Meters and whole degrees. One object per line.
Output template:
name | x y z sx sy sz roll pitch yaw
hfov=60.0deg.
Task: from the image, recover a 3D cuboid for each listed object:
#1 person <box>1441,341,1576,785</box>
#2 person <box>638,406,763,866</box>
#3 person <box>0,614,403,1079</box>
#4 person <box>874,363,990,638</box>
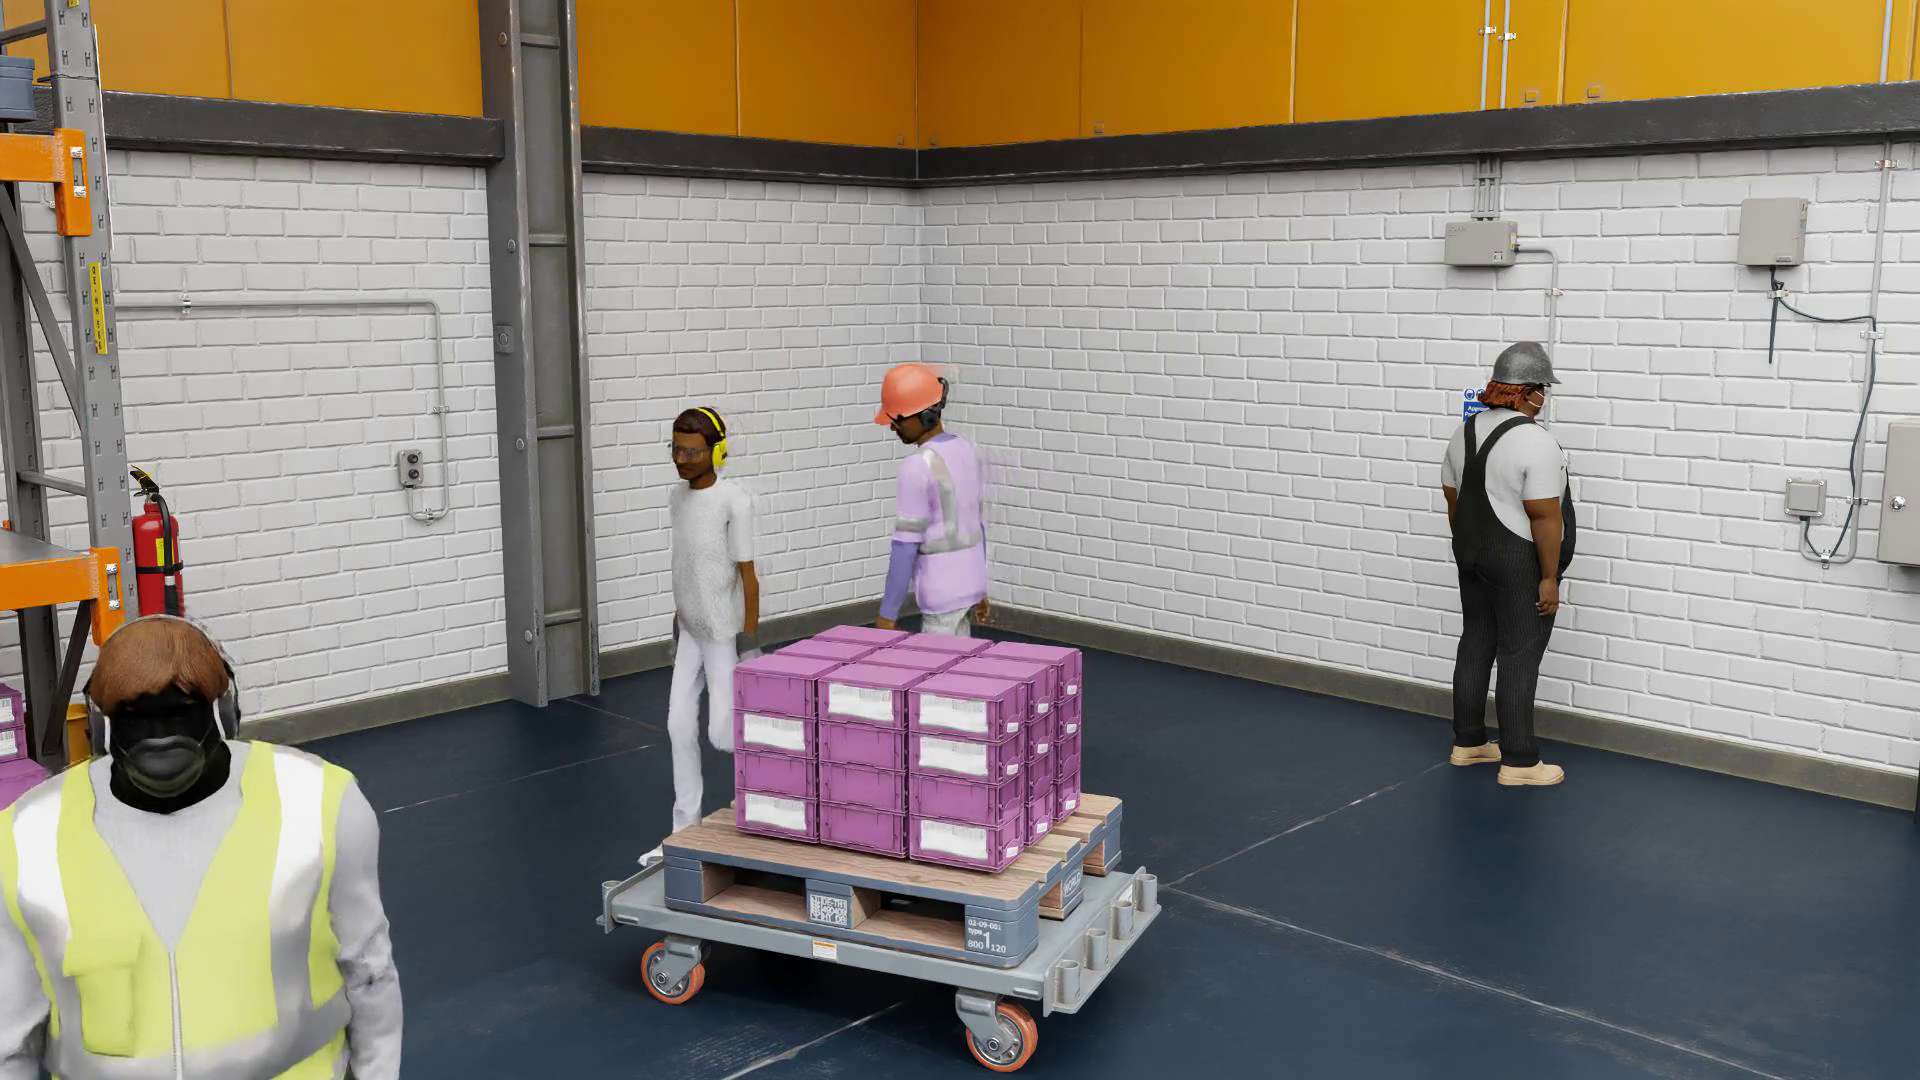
person | 2.582 0.098 7.714 0.539 2.000 0.689 -4 10 -21
person | -0.941 0.371 6.683 0.723 1.843 0.539 -9 13 -43
person | -1.241 1.032 2.678 0.658 1.809 0.877 -3 10 -17
person | -0.073 0.230 7.136 0.913 1.980 0.651 4 10 21
